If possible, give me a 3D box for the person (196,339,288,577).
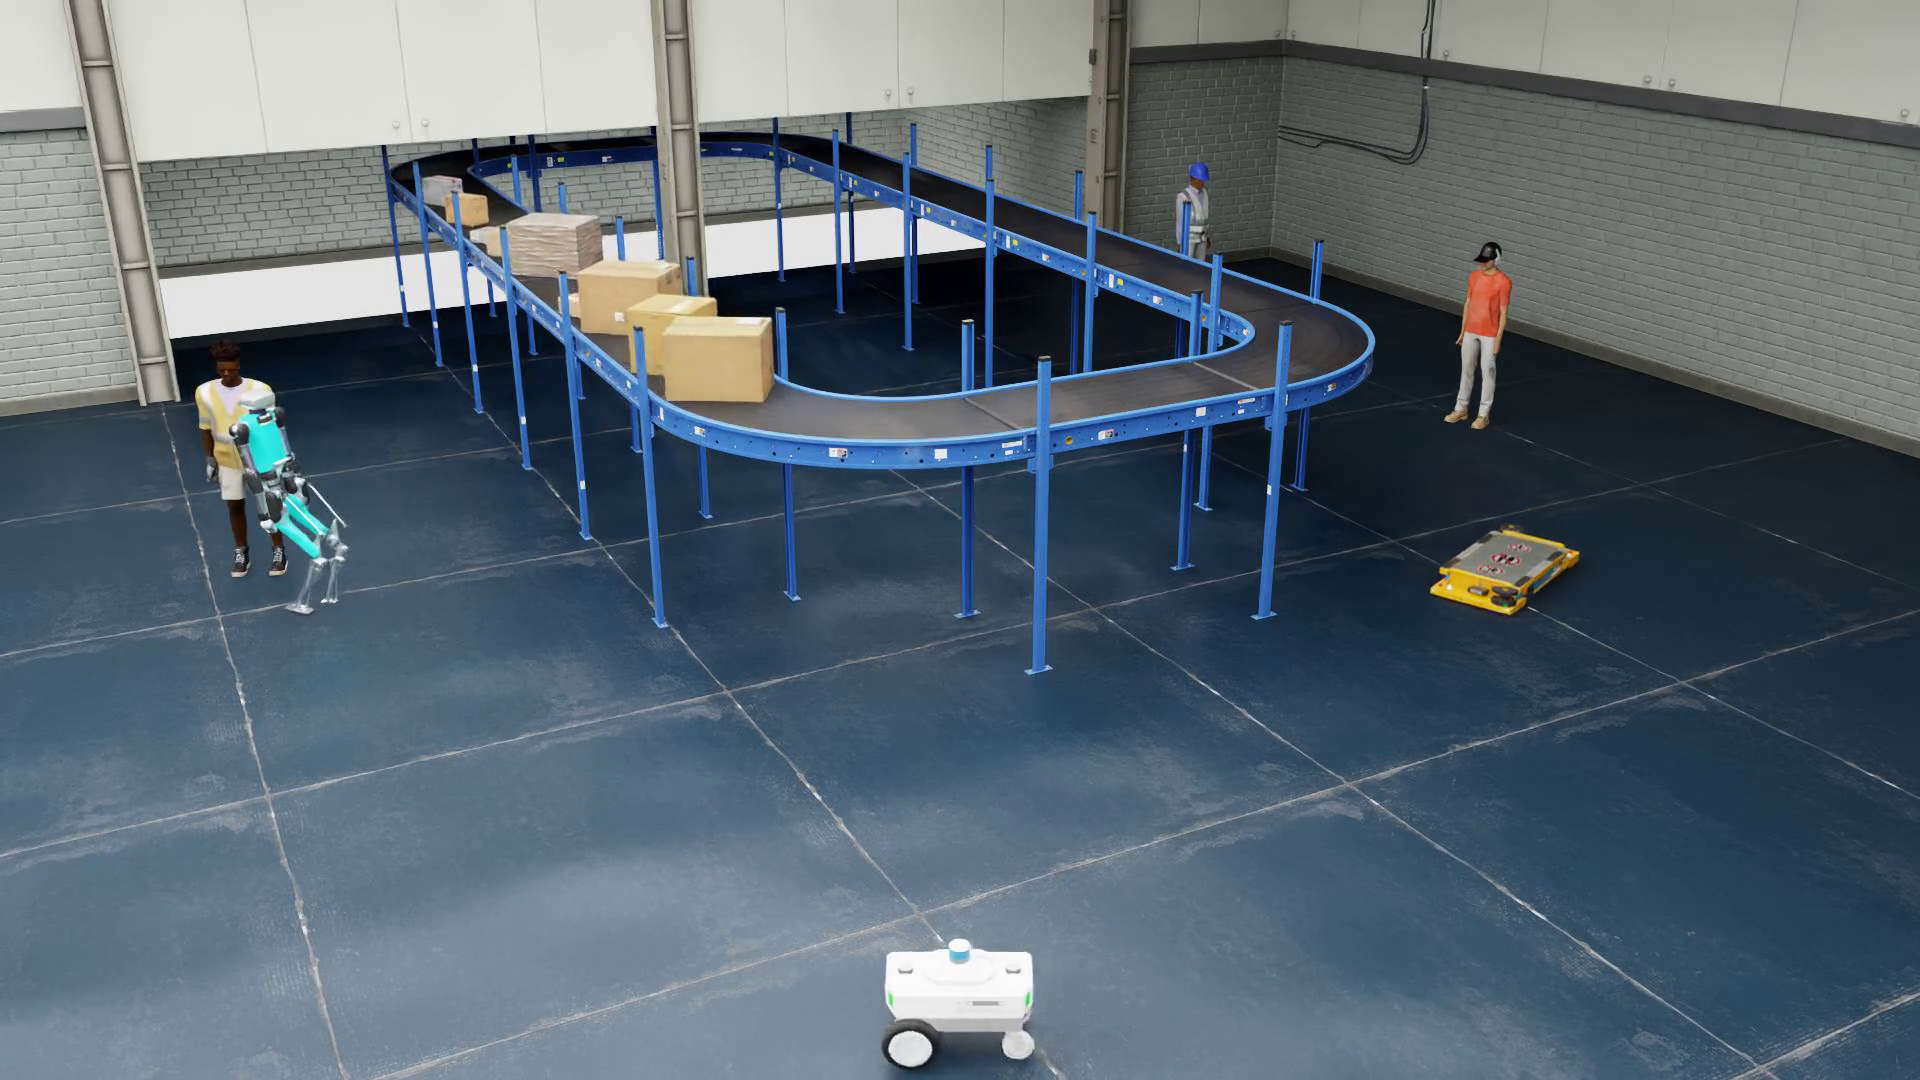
[{"bbox_3d":[-5.696,-0.650,13.236,0.602,1.958,0.373,-2,22,-4],"label":"person"}]

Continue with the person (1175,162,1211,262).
[{"bbox_3d":[2.967,-3.828,21.130,0.611,1.933,0.413,-21,30,-41],"label":"person"}]

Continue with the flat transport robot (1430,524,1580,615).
[{"bbox_3d":[4.383,0.226,13.315,0.659,0.231,1.431,17,28,36],"label":"flat transport robot"}]

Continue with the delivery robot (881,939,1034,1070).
[{"bbox_3d":[-0.021,2.202,8.038,0.765,0.585,0.499,0,22,0],"label":"delivery robot"}]

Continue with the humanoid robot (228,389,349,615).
[{"bbox_3d":[-4.983,-0.252,12.544,0.756,1.775,0.530,6,23,14],"label":"humanoid robot"}]

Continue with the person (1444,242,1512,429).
[{"bbox_3d":[5.258,-2.069,16.809,0.413,1.907,0.474,-19,29,-39],"label":"person"}]
